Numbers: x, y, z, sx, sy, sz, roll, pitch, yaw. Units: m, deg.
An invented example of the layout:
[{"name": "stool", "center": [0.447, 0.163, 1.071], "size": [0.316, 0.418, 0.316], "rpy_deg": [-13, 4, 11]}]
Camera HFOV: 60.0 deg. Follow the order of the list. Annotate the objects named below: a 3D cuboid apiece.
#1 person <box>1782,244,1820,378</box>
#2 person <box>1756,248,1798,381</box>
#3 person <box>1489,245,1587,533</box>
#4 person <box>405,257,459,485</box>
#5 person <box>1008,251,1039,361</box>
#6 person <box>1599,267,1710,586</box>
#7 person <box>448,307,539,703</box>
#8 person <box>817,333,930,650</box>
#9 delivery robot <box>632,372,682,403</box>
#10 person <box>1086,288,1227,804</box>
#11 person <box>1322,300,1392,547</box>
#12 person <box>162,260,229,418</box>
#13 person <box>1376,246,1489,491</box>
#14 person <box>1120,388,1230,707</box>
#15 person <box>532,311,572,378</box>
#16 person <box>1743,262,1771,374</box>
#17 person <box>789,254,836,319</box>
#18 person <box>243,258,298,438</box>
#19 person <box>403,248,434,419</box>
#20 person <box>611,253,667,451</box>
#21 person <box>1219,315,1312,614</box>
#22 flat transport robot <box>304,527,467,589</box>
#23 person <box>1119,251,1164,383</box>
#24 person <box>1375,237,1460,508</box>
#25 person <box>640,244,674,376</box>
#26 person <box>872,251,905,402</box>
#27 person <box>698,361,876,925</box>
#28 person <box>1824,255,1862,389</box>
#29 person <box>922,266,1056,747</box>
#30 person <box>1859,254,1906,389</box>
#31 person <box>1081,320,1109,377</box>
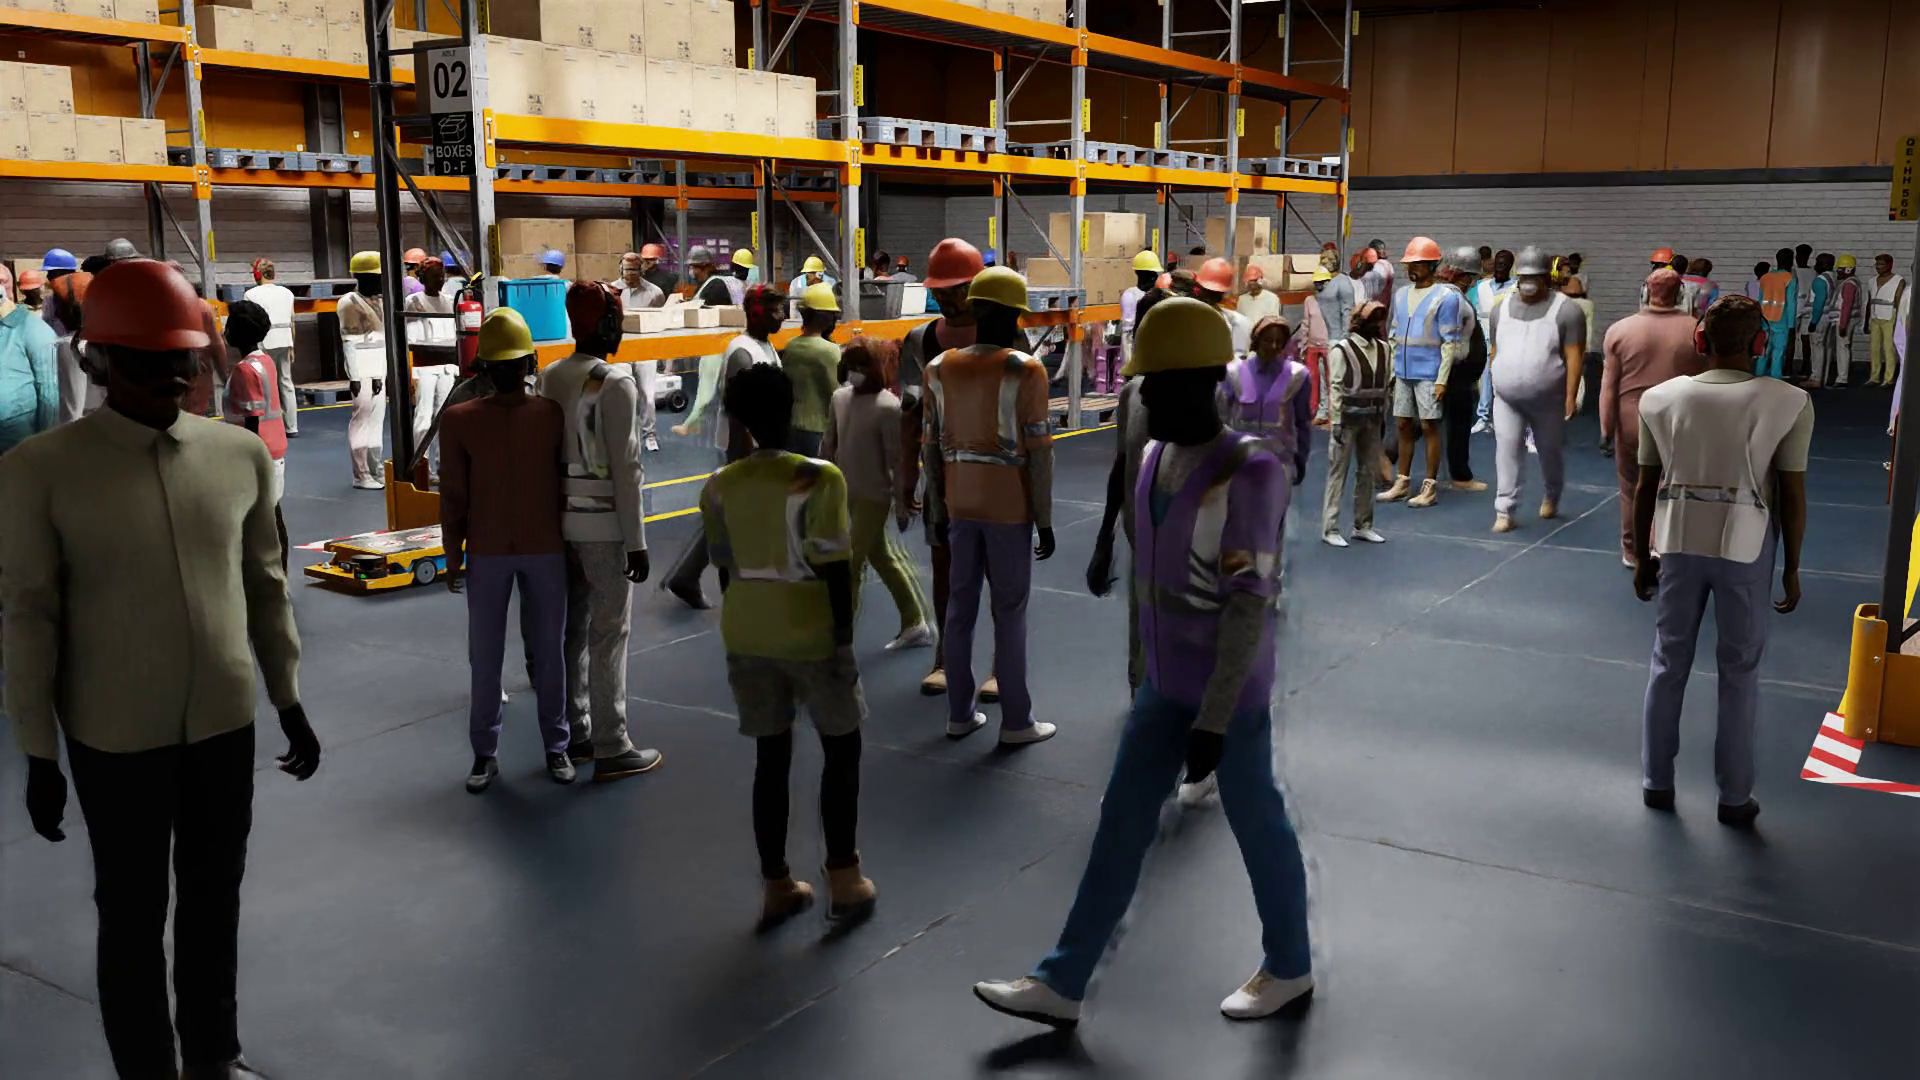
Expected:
[{"name": "person", "center": [12.312, -3.352, 24.409], "size": [0.607, 1.966, 0.367], "rpy_deg": [-1, 10, -5]}, {"name": "person", "center": [10.622, -2.829, 21.652], "size": [0.372, 1.914, 0.597], "rpy_deg": [-3, 11, -18]}, {"name": "person", "center": [4.074, -1.110, 11.780], "size": [0.685, 2.000, 0.973], "rpy_deg": [6, 12, 30]}, {"name": "person", "center": [-4.371, -1.404, 13.849], "size": [0.352, 1.881, 0.576], "rpy_deg": [6, 12, 29]}, {"name": "person", "center": [0.895, -3.456, 25.295], "size": [0.451, 1.853, 0.639], "rpy_deg": [-10, 14, -43]}, {"name": "person", "center": [4.151, -0.686, 9.913], "size": [0.653, 1.872, 0.930], "rpy_deg": [4, 11, 22]}, {"name": "person", "center": [-1.970, -0.149, 7.302], "size": [0.485, 1.737, 0.322], "rpy_deg": [-8, 13, -36]}, {"name": "person", "center": [-0.423, -0.193, 7.956], "size": [0.823, 1.596, 0.515], "rpy_deg": [-7, 13, -36]}, {"name": "delivery robot", "center": [-3.634, -1.809, 19.512], "size": [0.707, 0.478, 0.477], "rpy_deg": [-7, 13, -35]}, {"name": "person", "center": [0.698, 0.045, 5.890], "size": [0.382, 1.860, 0.533], "rpy_deg": [-6, 12, -31]}, {"name": "person", "center": [2.639, -0.767, 11.027], "size": [0.520, 1.633, 0.317], "rpy_deg": [-6, 12, -28]}, {"name": "person", "center": [-6.413, -1.375, 13.750], "size": [0.634, 1.858, 0.937], "rpy_deg": [1, 10, 8]}, {"name": "person", "center": [3.811, -1.400, 13.390], "size": [0.904, 2.000, 0.684], "rpy_deg": [0, 10, 1]}, {"name": "person", "center": [0.924, -0.122, 7.135], "size": [0.493, 1.742, 0.300], "rpy_deg": [4, 11, 23]}, {"name": "person", "center": [-3.636, -1.470, 14.766], "size": [0.556, 1.681, 0.444], "rpy_deg": [9, 14, 42]}, {"name": "person", "center": [12.110, -3.366, 25.231], "size": [0.321, 1.697, 0.530], "rpy_deg": [-6, 12, -30]}, {"name": "person", "center": [-1.830, -2.683, 21.049], "size": [0.636, 1.842, 0.429], "rpy_deg": [0, 10, 2]}, {"name": "person", "center": [-6.953, -1.917, 16.826], "size": [0.392, 1.836, 0.561], "rpy_deg": [5, 12, 27]}, {"name": "person", "center": [-6.146, -2.324, 18.835], "size": [0.391, 1.927, 0.546], "rpy_deg": [-9, 14, -41]}, {"name": "person", "center": [-3.129, -1.789, 15.935], "size": [0.639, 1.902, 0.407], "rpy_deg": [-2, 10, -12]}, {"name": "person", "center": [1.625, -0.408, 9.058], "size": [0.530, 1.614, 0.628], "rpy_deg": [3, 11, 17]}, {"name": "flat transport robot", "center": [-3.187, 0.064, 10.180], "size": [0.652, 0.197, 1.431], "rpy_deg": [8, 13, 37]}, {"name": "person", "center": [1.642, -1.631, 14.985], "size": [0.388, 1.926, 0.590], "rpy_deg": [6, 12, 30]}, {"name": "person", "center": [3.473, -1.267, 12.644], "size": [0.374, 2.044, 0.607], "rpy_deg": [-7, 12, -33]}, {"name": "person", "center": [-3.986, -2.807, 21.388], "size": [0.649, 1.958, 0.885], "rpy_deg": [4, 11, 21]}, {"name": "person", "center": [-0.812, -2.116, 17.740], "size": [0.597, 1.907, 0.401], "rpy_deg": [-9, 14, -41]}, {"name": "person", "center": [-0.532, 0.304, 4.966], "size": [0.575, 1.661, 0.379], "rpy_deg": [5, 11, 27]}, {"name": "person", "center": [12.052, -2.967, 22.679], "size": [0.403, 1.824, 0.594], "rpy_deg": [6, 12, 30]}, {"name": "person", "center": [0.129, -0.128, 6.683], "size": [0.584, 1.917, 0.381], "rpy_deg": [7, 12, 32]}, {"name": "person", "center": [12.631, -2.979, 22.730], "size": [0.404, 1.834, 0.567], "rpy_deg": [-3, 11, -17]}, {"name": "person", "center": [1.978, -3.361, 24.418], "size": [0.408, 1.986, 0.618], "rpy_deg": [-9, 14, -41]}]
